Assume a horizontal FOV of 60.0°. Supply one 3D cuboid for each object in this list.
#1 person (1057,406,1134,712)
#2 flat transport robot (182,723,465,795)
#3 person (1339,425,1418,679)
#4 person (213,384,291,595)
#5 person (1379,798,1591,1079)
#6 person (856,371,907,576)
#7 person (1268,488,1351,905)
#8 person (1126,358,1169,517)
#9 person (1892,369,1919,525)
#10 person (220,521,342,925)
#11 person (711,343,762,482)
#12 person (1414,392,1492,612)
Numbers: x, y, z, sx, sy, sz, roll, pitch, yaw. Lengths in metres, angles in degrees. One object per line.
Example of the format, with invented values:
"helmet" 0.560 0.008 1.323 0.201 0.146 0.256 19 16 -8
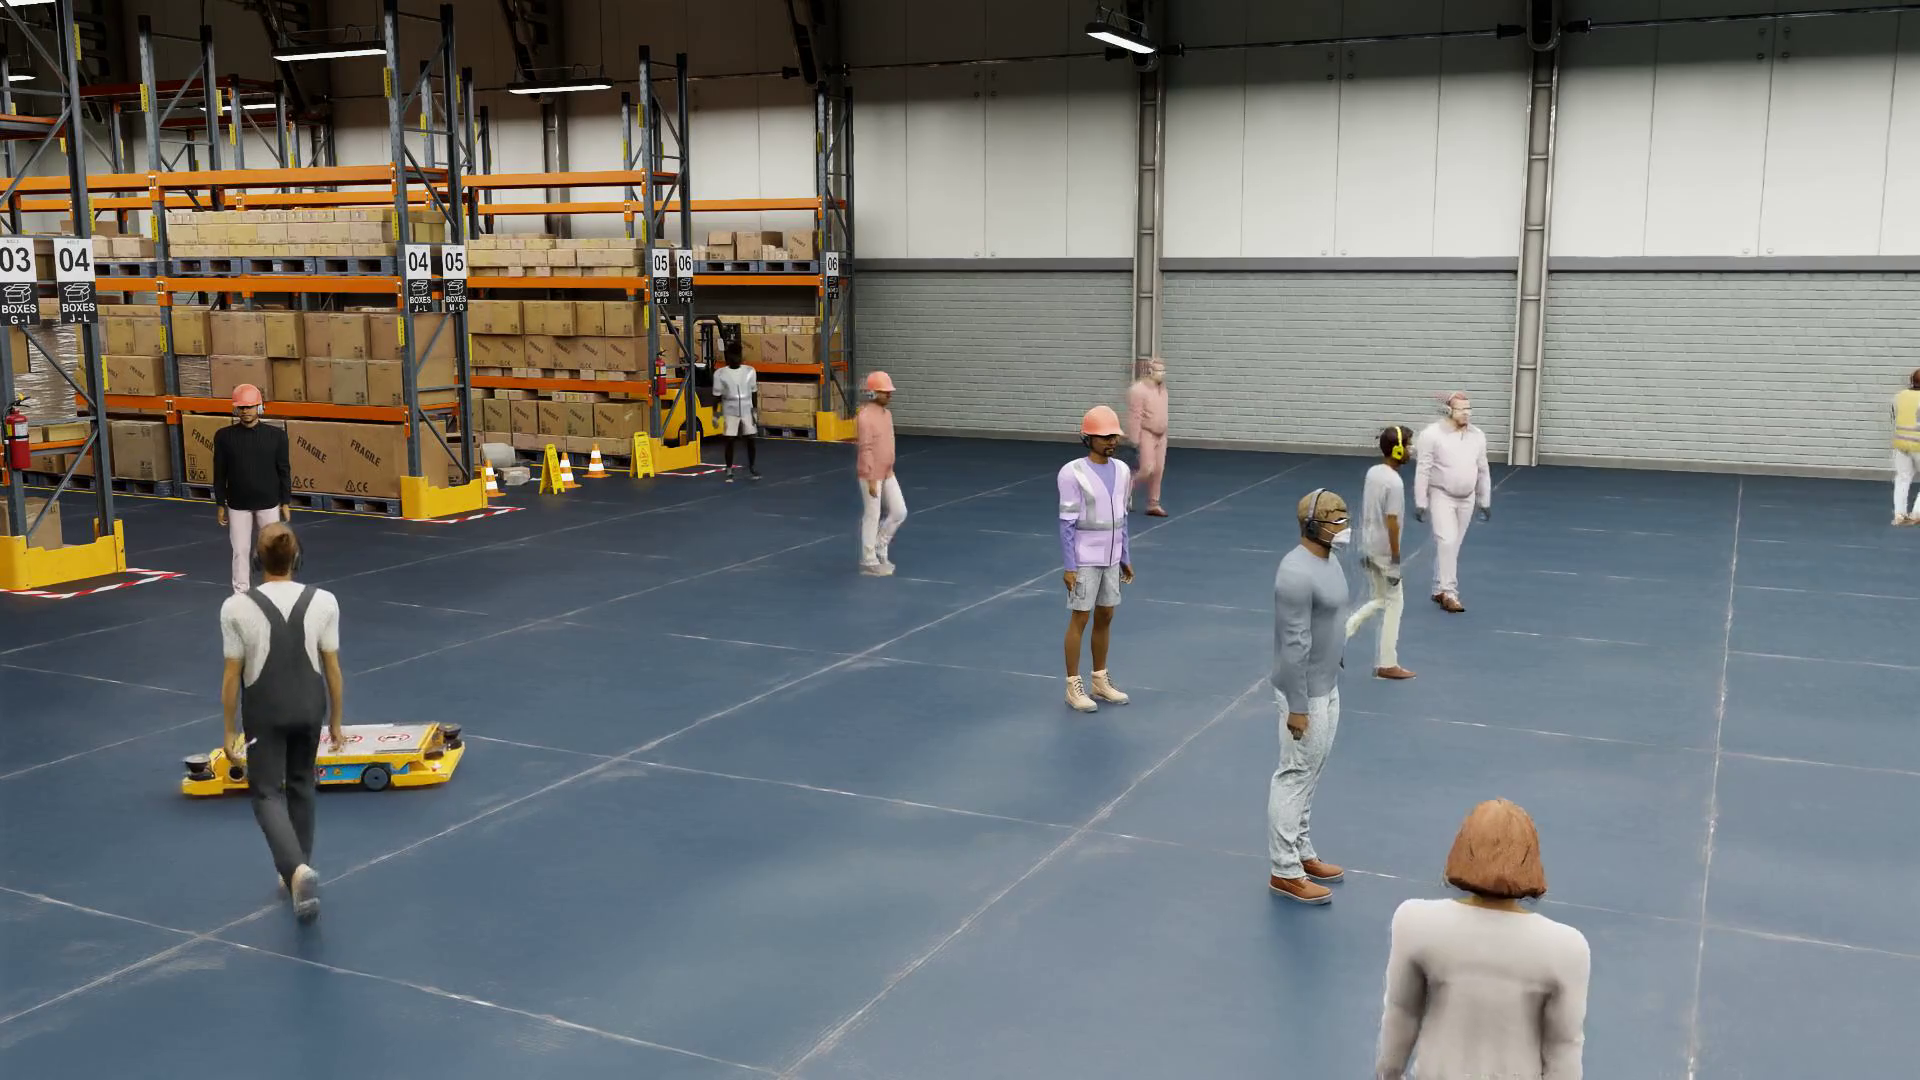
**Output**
"person" 0.932 0.121 11.165 0.605 2.044 0.375 -8 12 -39
"flat transport robot" -3.657 1.254 9.635 1.431 0.197 0.652 -1 9 -8
"person" 2.984 0.096 11.919 0.585 1.850 0.533 -2 9 -9
"person" -5.936 -0.314 13.976 0.611 1.995 0.375 -3 10 -18
"person" 1.329 1.461 4.277 0.505 1.606 0.758 3 10 18
"person" -0.768 -0.622 15.914 0.449 1.974 0.630 5 10 28
"person" 1.648 0.716 7.831 0.355 1.938 0.636 4 10 24
"person" 2.256 -1.216 19.808 0.483 1.889 0.652 9 13 43
"person" 10.958 -1.055 19.041 0.484 1.829 0.634 -3 10 -19
"person" -3.045 0.824 7.535 0.522 1.822 0.755 -7 11 -36
"person" -3.092 -1.776 23.090 0.743 1.945 0.561 -3 10 -17
"person" 4.324 -0.319 14.334 0.673 1.881 0.785 -3 10 -20
